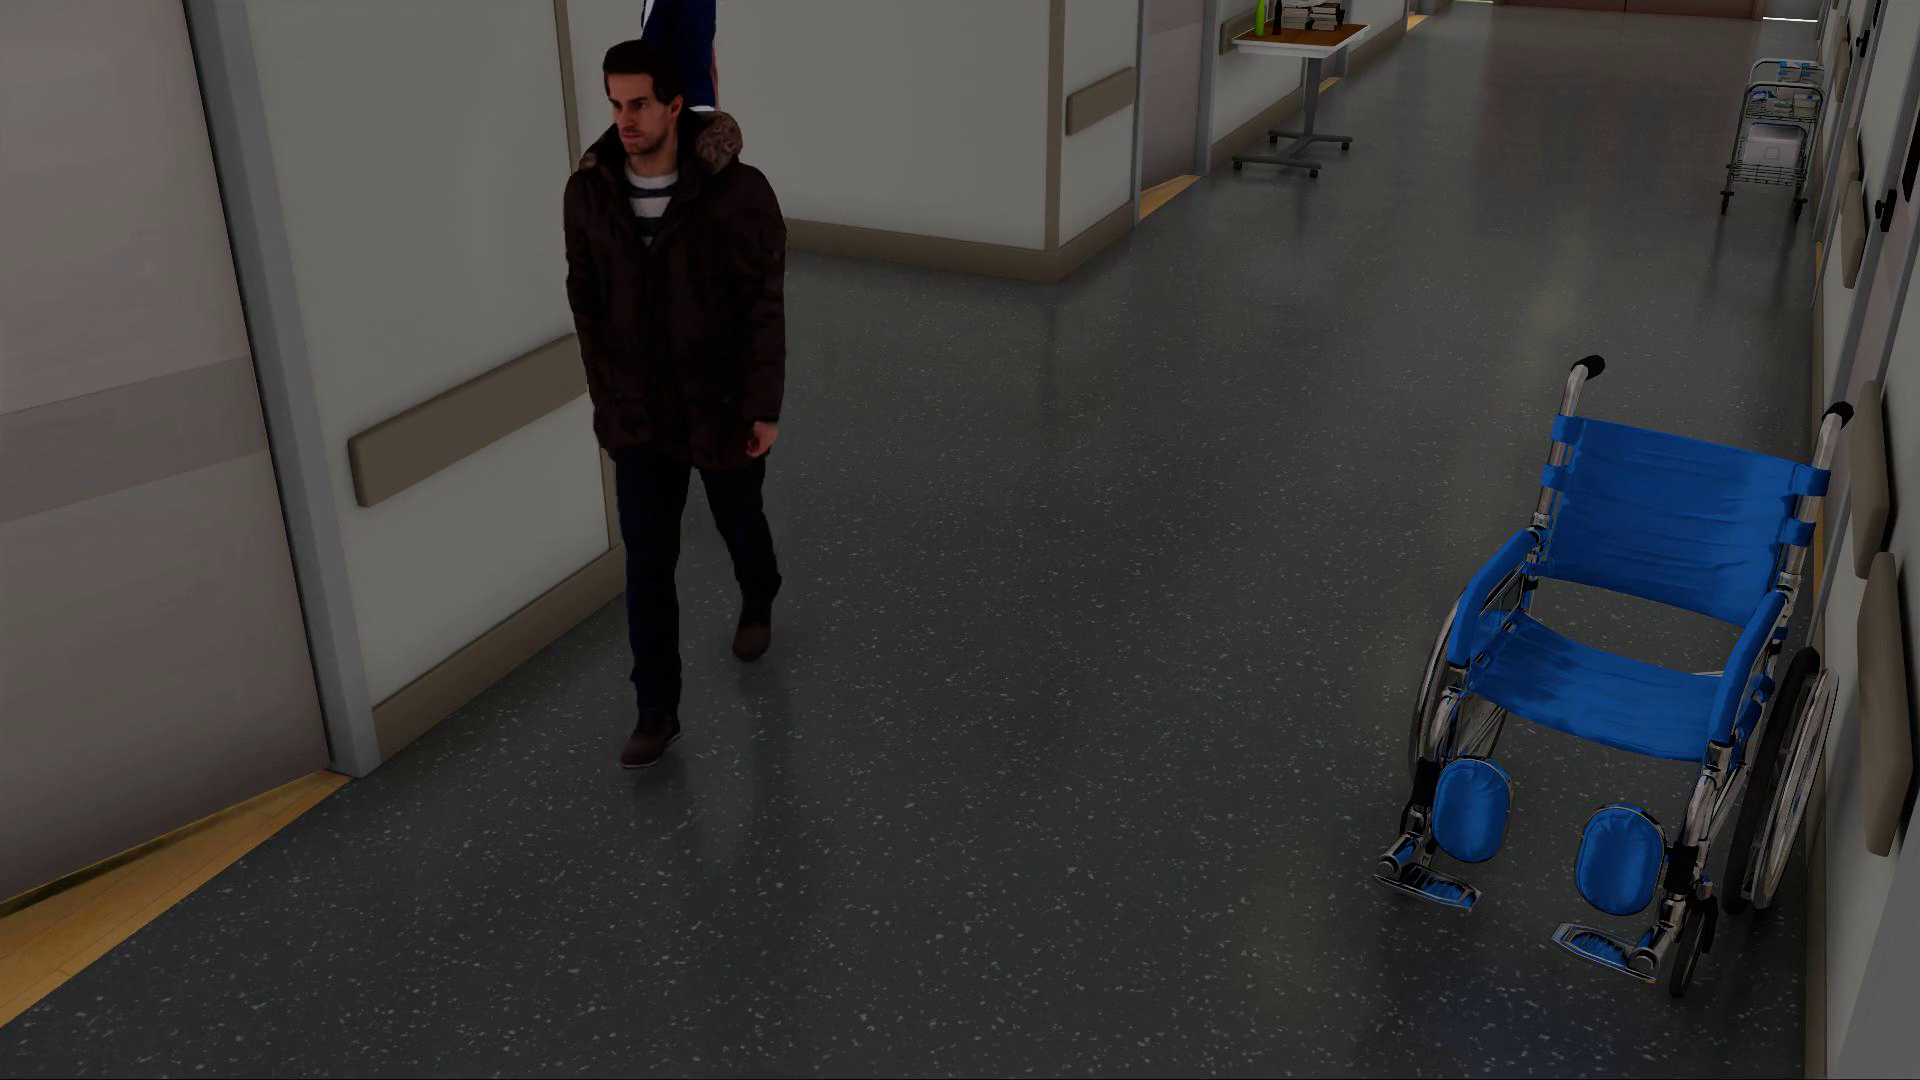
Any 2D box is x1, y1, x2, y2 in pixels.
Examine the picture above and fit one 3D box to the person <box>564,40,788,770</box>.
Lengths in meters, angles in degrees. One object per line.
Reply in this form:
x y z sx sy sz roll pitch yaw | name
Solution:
-0.680 -0.379 4.405 0.971 1.808 1.256 4 26 7 | person
